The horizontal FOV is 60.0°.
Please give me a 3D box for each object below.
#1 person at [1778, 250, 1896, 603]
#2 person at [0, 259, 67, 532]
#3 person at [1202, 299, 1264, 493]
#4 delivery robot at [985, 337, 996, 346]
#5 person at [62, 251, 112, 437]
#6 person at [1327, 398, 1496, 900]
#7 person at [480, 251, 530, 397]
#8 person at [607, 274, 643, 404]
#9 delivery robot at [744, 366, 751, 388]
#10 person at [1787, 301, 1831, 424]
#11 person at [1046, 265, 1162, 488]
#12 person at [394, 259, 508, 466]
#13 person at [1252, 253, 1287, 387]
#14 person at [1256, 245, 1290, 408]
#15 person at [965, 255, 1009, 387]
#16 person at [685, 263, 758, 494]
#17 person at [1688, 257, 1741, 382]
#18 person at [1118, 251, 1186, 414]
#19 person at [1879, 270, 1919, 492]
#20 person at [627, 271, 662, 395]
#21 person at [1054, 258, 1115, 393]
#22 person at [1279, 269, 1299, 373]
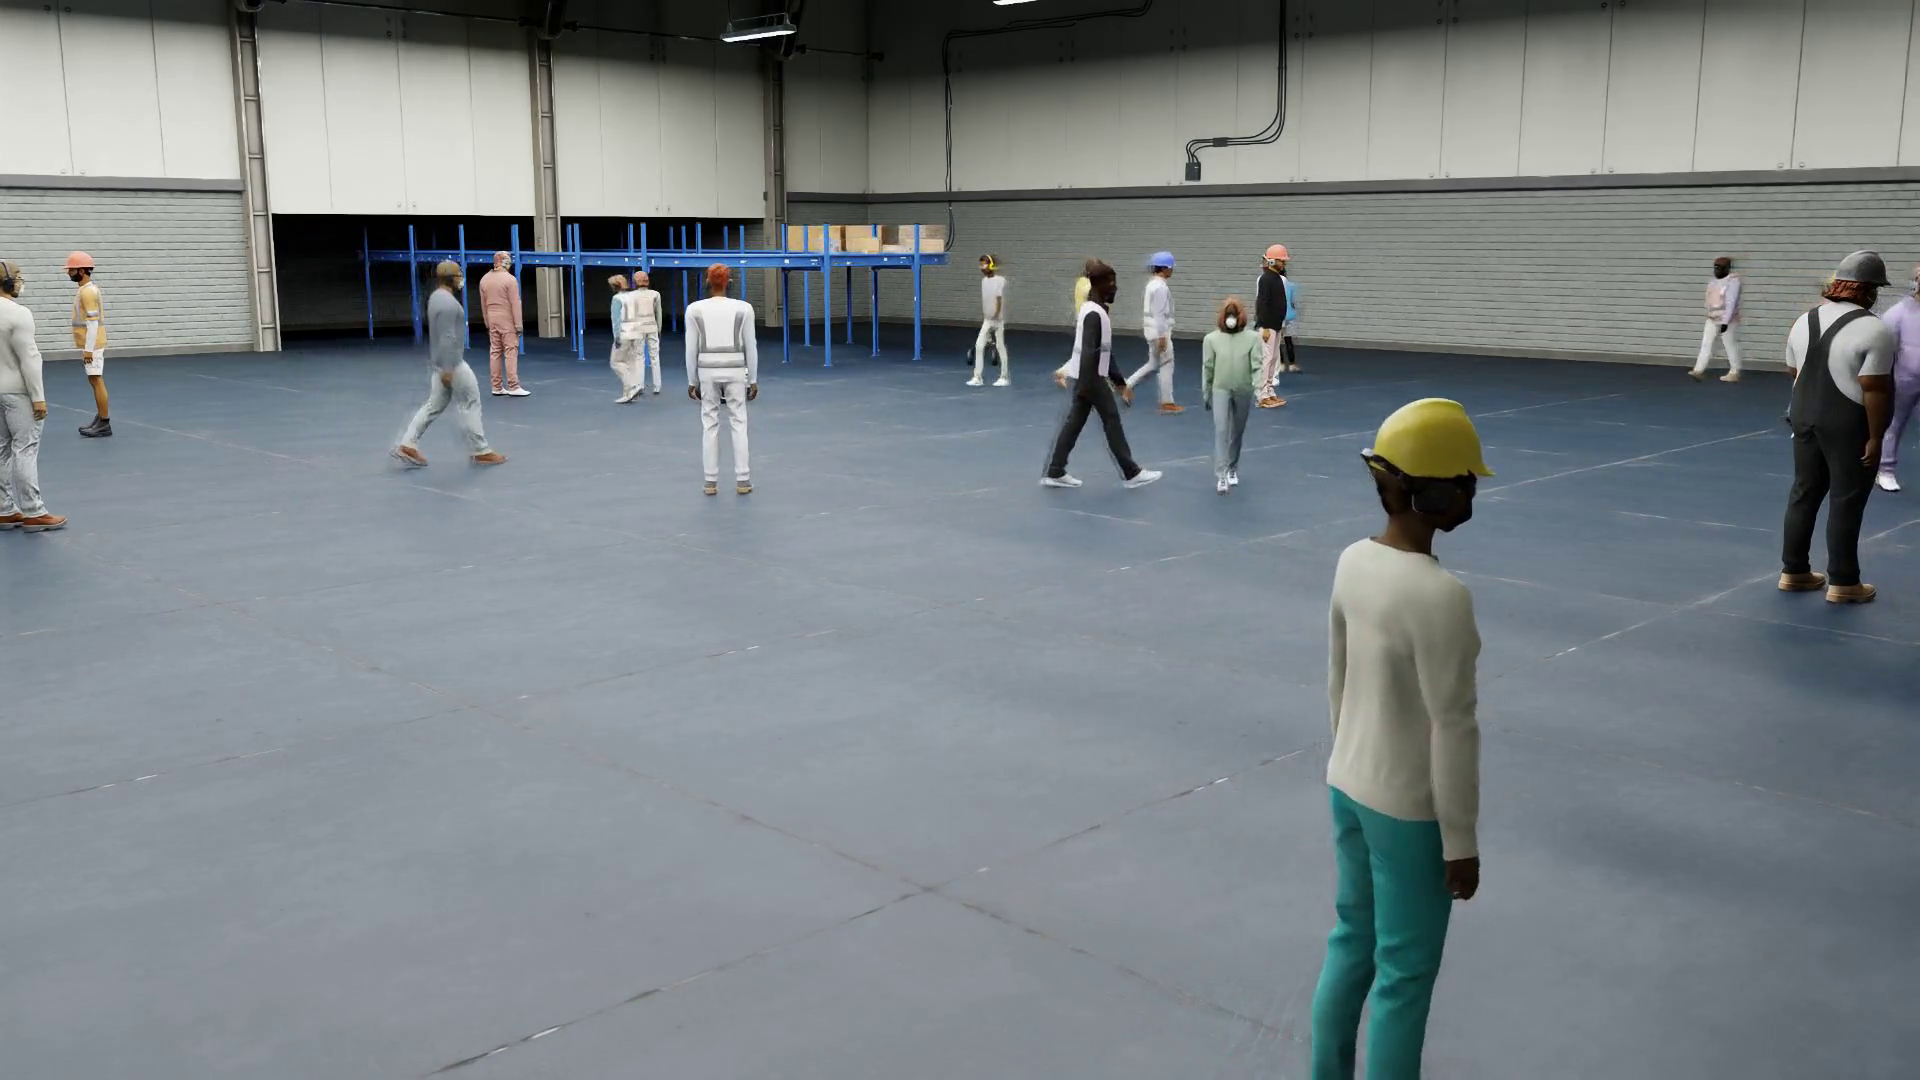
[{"bbox_3d":[5.188,-0.659,9.740,0.536,2.000,0.676,-3,11,-18],"label":"person"},{"bbox_3d":[-6.807,-1.036,11.956,0.630,1.940,0.372,5,11,24],"label":"person"},{"bbox_3d":[2.273,-1.217,13.904,0.502,1.589,0.844,1,10,3],"label":"person"},{"bbox_3d":[0.430,-3.348,27.490,0.335,0.223,0.698,3,11,14],"label":"delivery robot"},{"bbox_3d":[-9.240,-2.076,17.629,0.354,1.939,0.544,-6,12,-28],"label":"person"},{"bbox_3d":[0.984,0.570,3.667,0.319,1.767,0.526,-2,11,-13],"label":"person"},{"bbox_3d":[-6.008,-2.852,21.967,0.638,1.902,0.407,6,12,29],"label":"person"},{"bbox_3d":[-4.228,-2.524,20.914,0.406,1.617,0.547,2,11,13],"label":"person"},{"bbox_3d":[-2.968,-2.098,21.382,0.707,0.478,0.477,-8,13,-37],"label":"delivery robot"},{"bbox_3d":[9.479,-2.053,18.100,0.888,1.727,0.527,-2,11,-8],"label":"person"},{"bbox_3d":[1.186,-1.365,13.962,0.986,1.864,0.593,0,10,1],"label":"person"},{"bbox_3d":[-4.738,-1.615,15.231,0.990,1.903,0.642,-5,12,-26],"label":"person"},{"bbox_3d":[4.355,-3.103,23.427,0.528,1.865,0.313,10,15,44],"label":"person"},{"bbox_3d":[3.875,-2.653,20.619,0.386,1.992,0.622,5,12,26],"label":"person"},{"bbox_3d":[0.396,-3.047,23.236,0.842,1.830,0.542,-10,14,-42],"label":"person"},{"bbox_3d":[-1.954,-1.325,13.678,0.584,1.882,0.337,-1,10,-6],"label":"person"},{"bbox_3d":[11.018,-3.187,24.103,0.905,1.792,0.647,-3,11,-17],"label":"person"},{"bbox_3d":[2.307,-2.476,19.852,0.750,1.926,0.613,-1,10,-5],"label":"person"},{"bbox_3d":[7.783,-1.274,13.483,0.666,1.850,1.008,1,10,4],"label":"person"},{"bbox_3d":[-4.205,-2.753,22.137,0.514,1.640,0.310,-6,12,-31],"label":"person"},{"bbox_3d":[1.689,-2.858,22.233,0.729,1.814,0.622,-4,11,-21],"label":"person"},{"bbox_3d":[5.008,-3.414,25.689,0.731,1.663,0.318,-9,14,-40],"label":"person"}]
